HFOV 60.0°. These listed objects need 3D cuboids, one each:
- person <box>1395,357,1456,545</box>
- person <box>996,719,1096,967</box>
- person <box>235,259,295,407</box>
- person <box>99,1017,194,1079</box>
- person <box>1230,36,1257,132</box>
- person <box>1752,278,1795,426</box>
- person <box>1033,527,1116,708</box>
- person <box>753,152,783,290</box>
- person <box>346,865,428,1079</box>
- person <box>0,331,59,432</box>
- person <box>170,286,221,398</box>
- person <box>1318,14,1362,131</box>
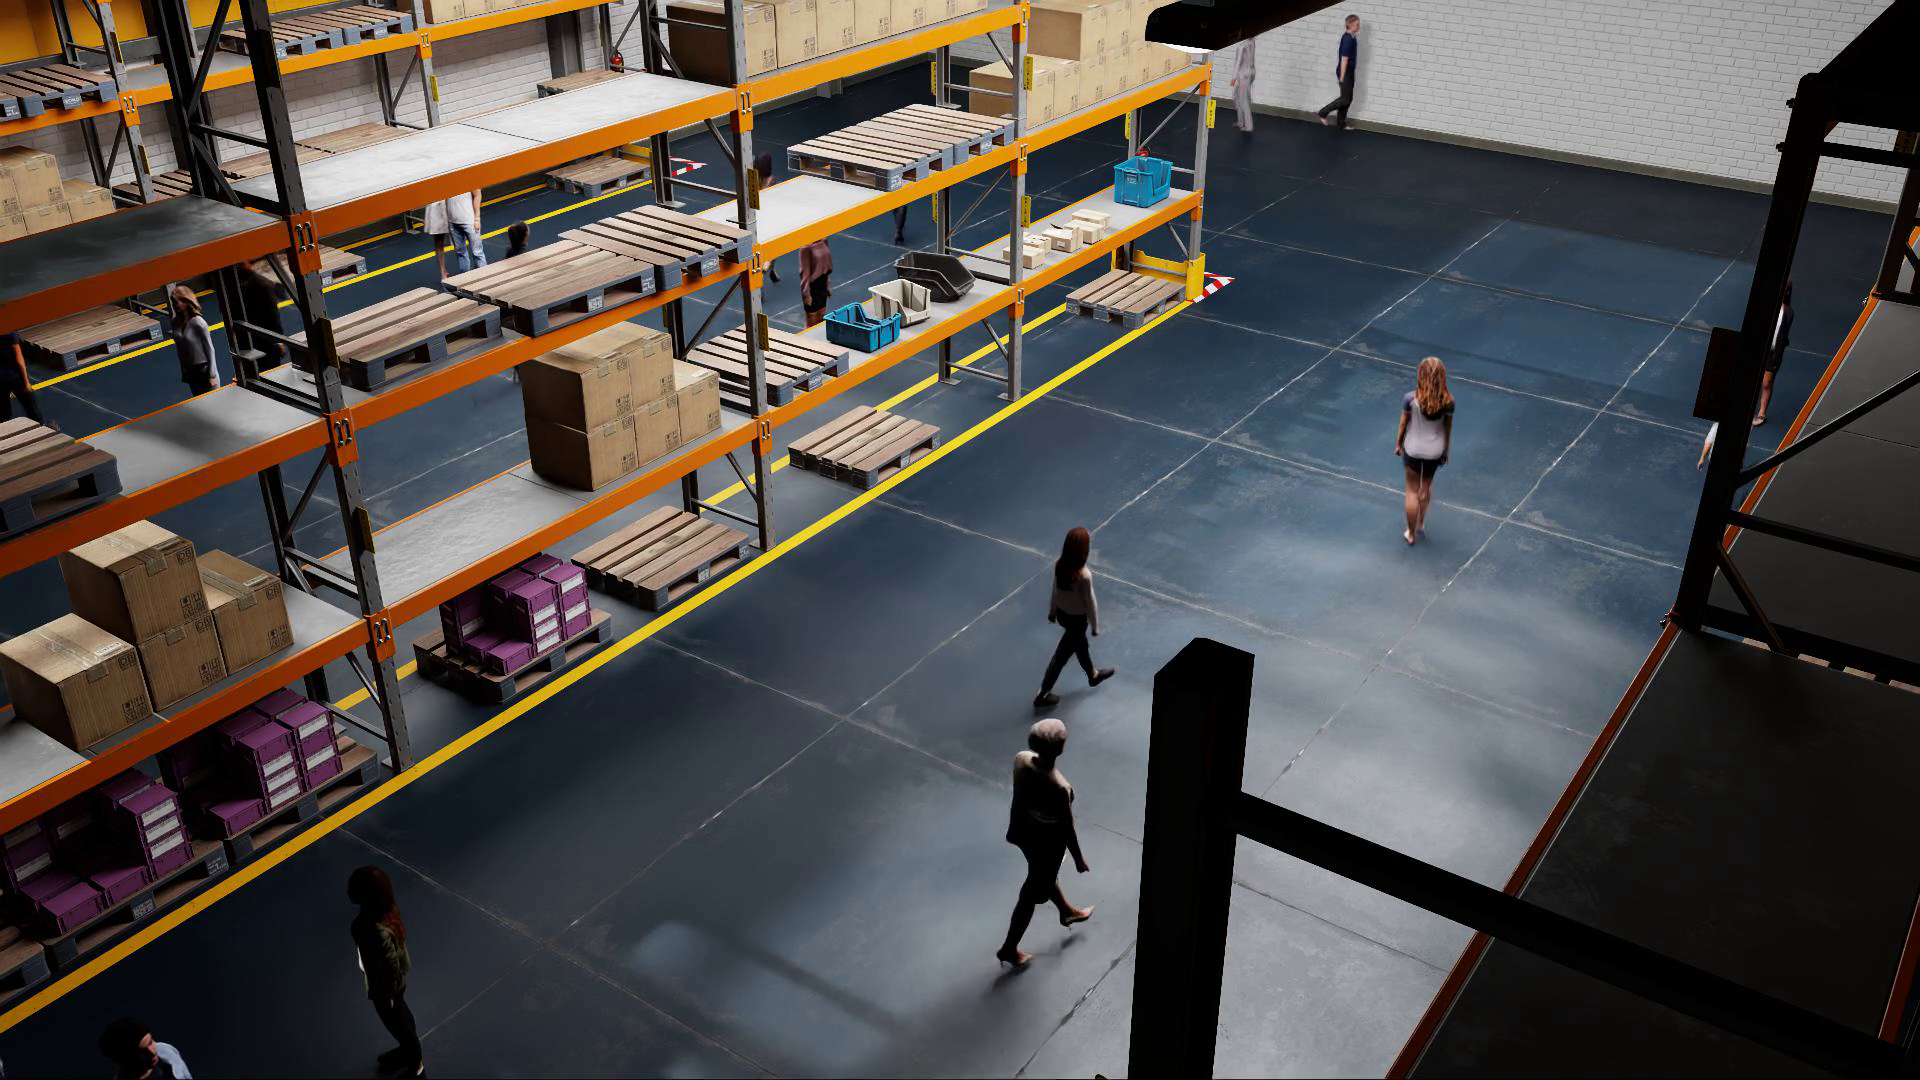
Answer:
[{"bbox_3d":[4.068,-0.739,14.555,0.725,1.716,0.767,2,29,4],"label":"person"},{"bbox_3d":[0.387,1.838,9.824,1.102,1.722,0.915,-15,32,-26],"label":"person"},{"bbox_3d":[-7.007,-2.084,16.835,0.773,1.895,0.968,14,32,25],"label":"person"},{"bbox_3d":[-3.687,2.926,7.738,0.816,1.812,0.675,4,29,7],"label":"person"},{"bbox_3d":[4.685,-7.443,26.805,0.672,1.755,0.586,21,35,33],"label":"person"},{"bbox_3d":[8.224,-1.939,16.925,0.585,1.554,0.569,-25,37,-38],"label":"person"},{"bbox_3d":[0.783,0.615,12.356,1.066,1.444,0.794,-18,34,-30],"label":"person"},{"bbox_3d":[-2.363,-3.833,20.252,0.784,1.692,1.062,11,30,19],"label":"person"},{"bbox_3d":[-3.139,2.379,9.091,0.669,1.475,0.661,-12,31,-21],"label":"person"},{"bbox_3d":[-9.152,-1.485,15.893,1.098,1.745,1.184,-3,29,-6],"label":"person"},{"bbox_3d":[-7.319,-1.596,16.043,0.616,1.795,0.538,13,31,23],"label":"person"},{"bbox_3d":[6.142,-7.535,26.871,0.886,1.853,0.864,8,30,14],"label":"person"}]
